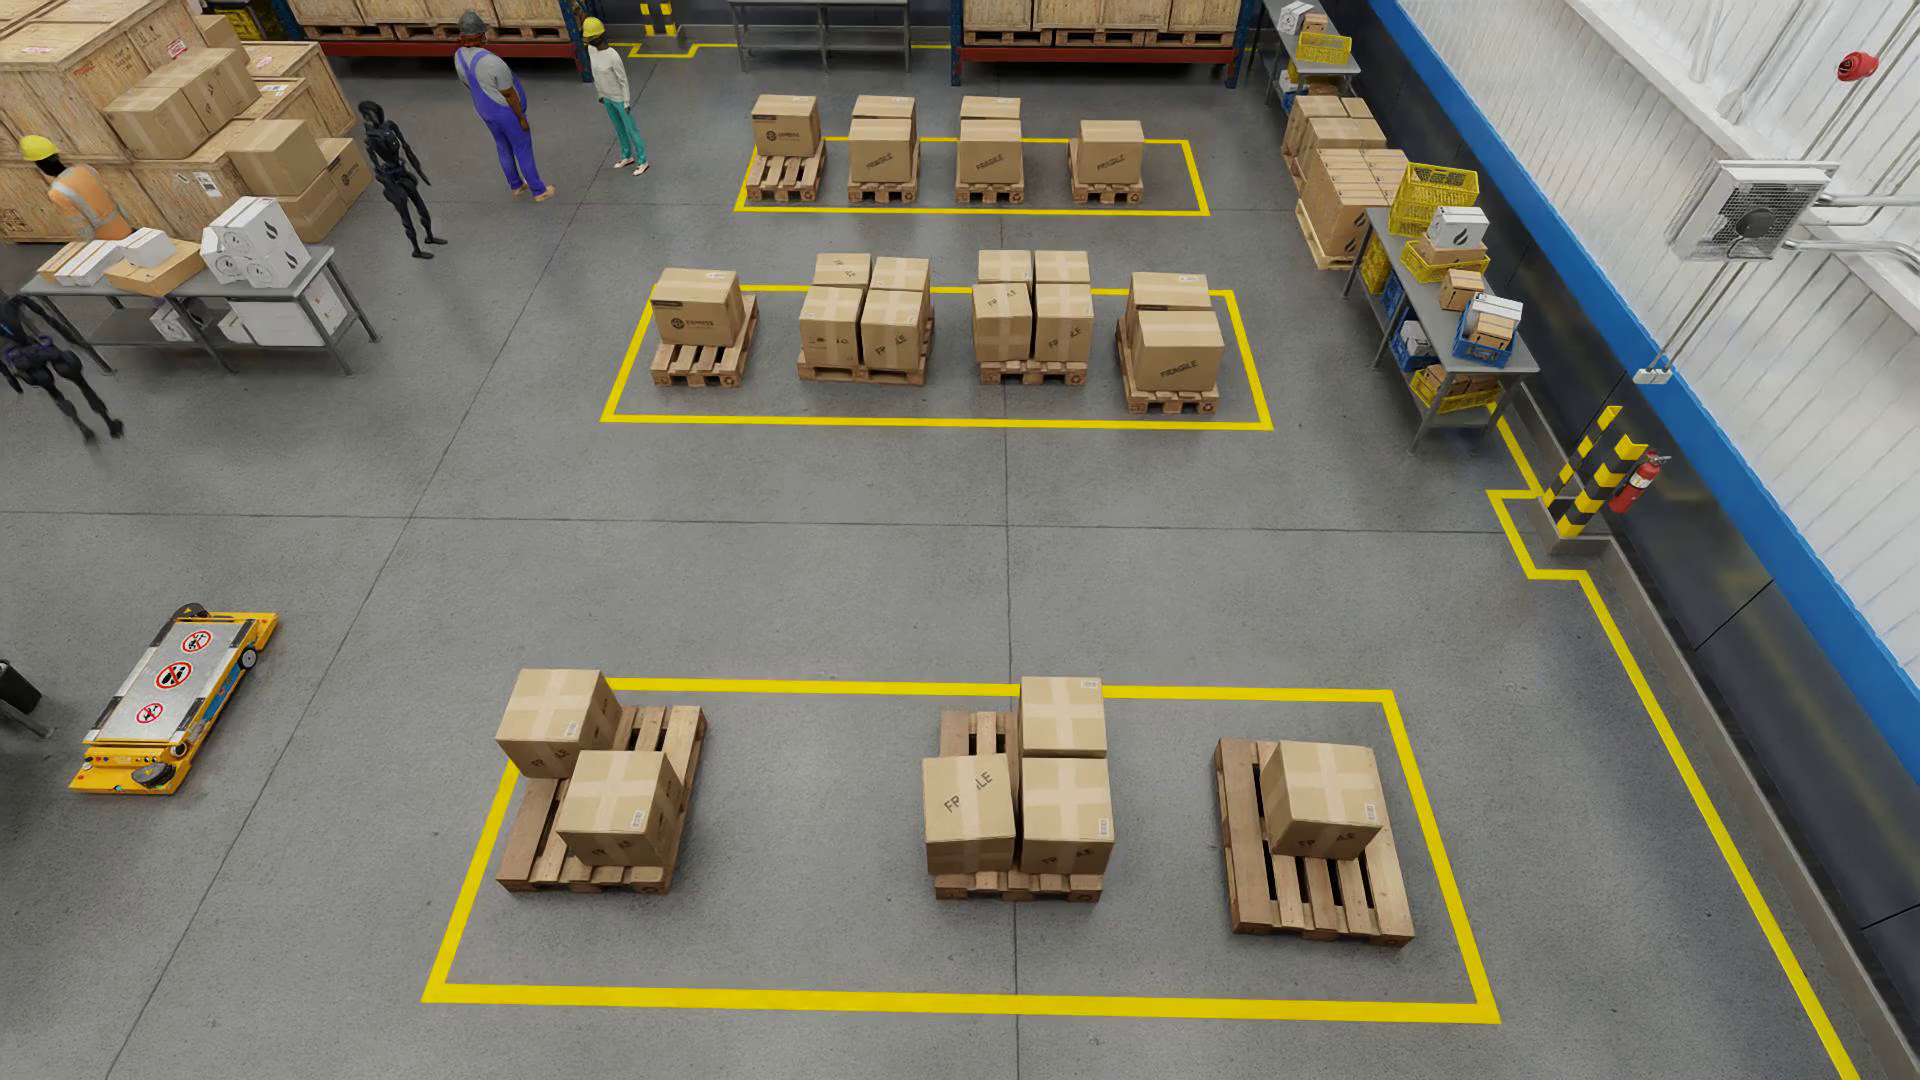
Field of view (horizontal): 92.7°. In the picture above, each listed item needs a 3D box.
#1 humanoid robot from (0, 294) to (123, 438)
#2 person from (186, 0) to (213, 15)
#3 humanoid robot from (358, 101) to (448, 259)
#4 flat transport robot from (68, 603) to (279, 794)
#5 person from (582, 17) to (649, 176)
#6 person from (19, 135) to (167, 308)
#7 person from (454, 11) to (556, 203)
[{"bbox_3d":[-7.775,-1.565,7.766,0.601,1.645,0.439,-30,56,-23],"label":"humanoid robot"},{"bbox_3d":[-10.351,-7.040,12.213,0.445,1.970,0.647,12,51,10],"label":"person"},{"bbox_3d":[-5.889,-3.787,9.648,0.358,1.646,0.576,6,50,5],"label":"humanoid robot"},{"bbox_3d":[-5.504,1.072,6.442,0.652,0.197,1.431,1,50,1],"label":"flat transport robot"},{"bbox_3d":[-4.073,-5.204,10.788,0.522,1.768,0.311,27,55,21],"label":"person"},{"bbox_3d":[-8.128,-2.907,8.743,0.383,1.922,0.592,-4,50,-4],"label":"person"},{"bbox_3d":[-5.127,-4.856,10.316,0.682,2.000,0.536,23,53,18],"label":"person"}]
